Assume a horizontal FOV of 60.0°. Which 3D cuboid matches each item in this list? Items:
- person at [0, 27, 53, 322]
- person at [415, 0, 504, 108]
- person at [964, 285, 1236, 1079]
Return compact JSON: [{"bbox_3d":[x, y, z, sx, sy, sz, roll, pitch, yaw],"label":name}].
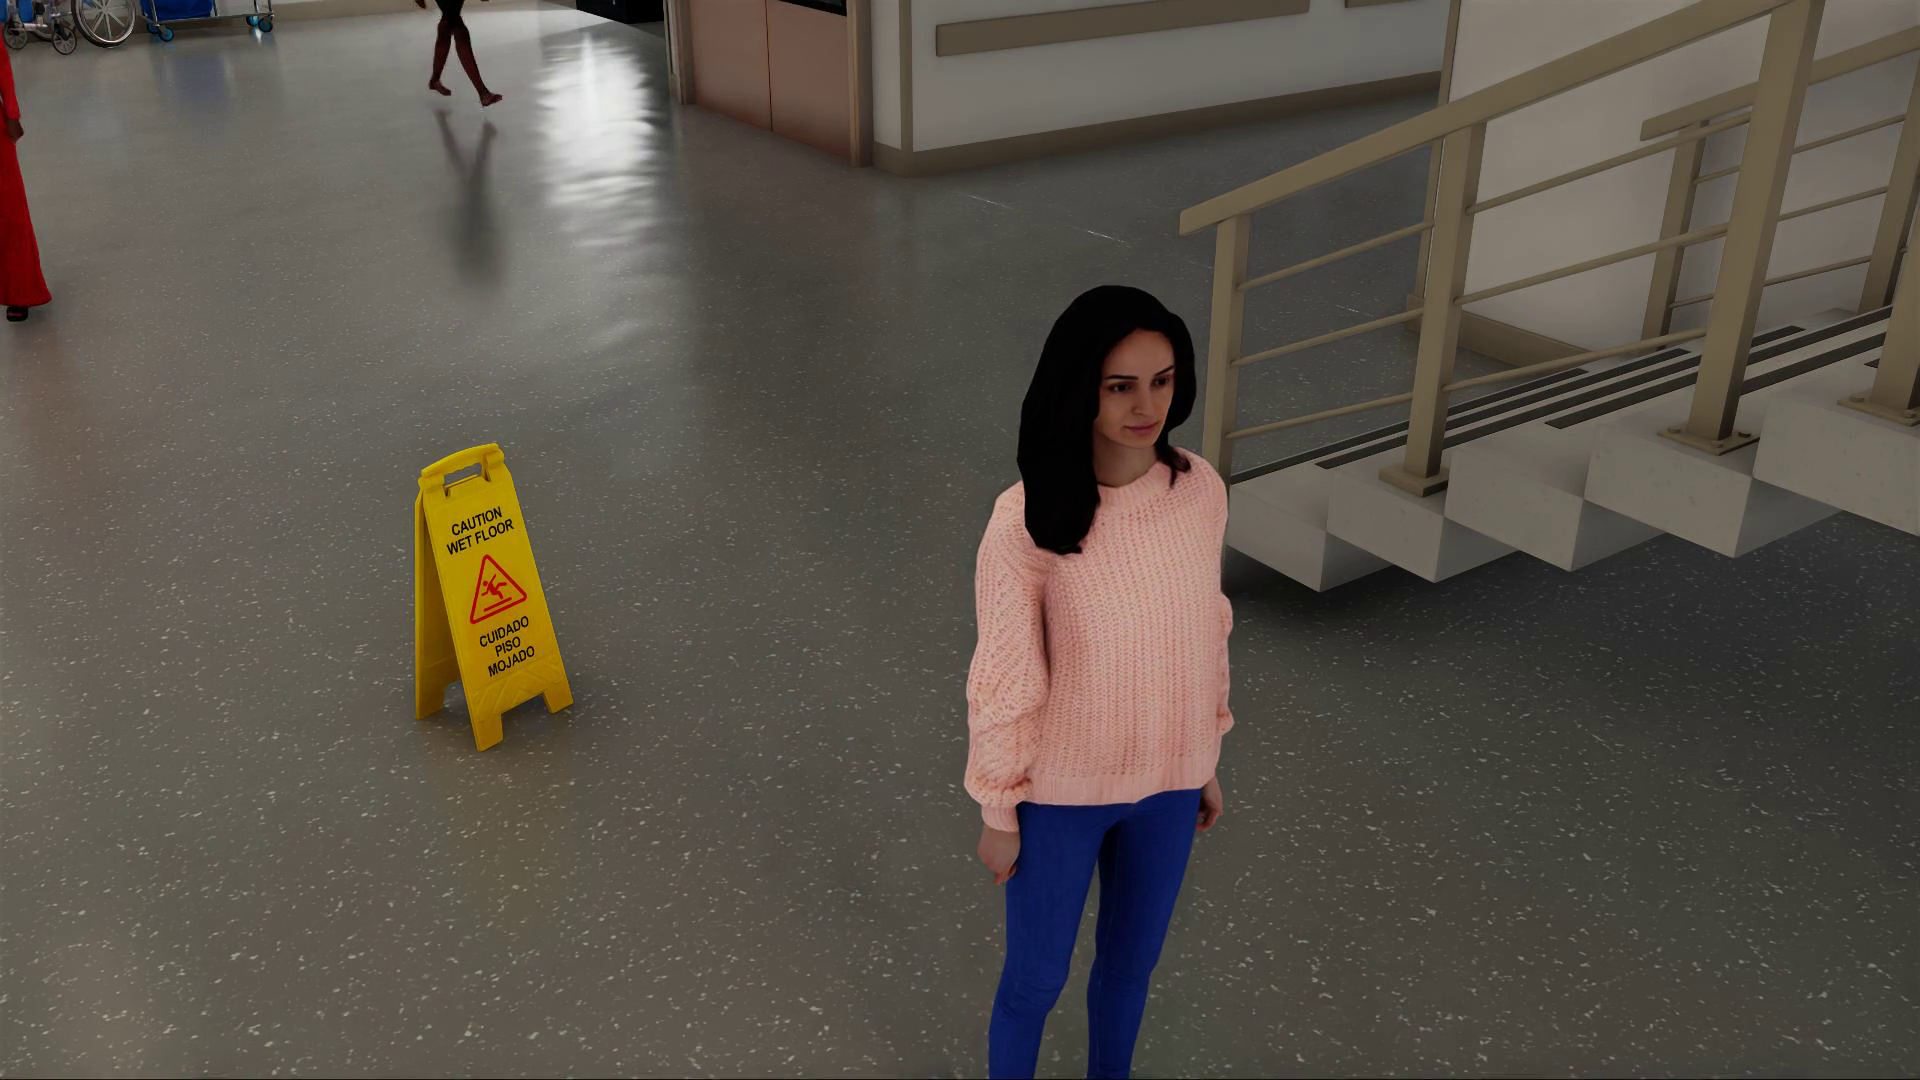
[{"bbox_3d":[-4.484,-1.891,7.563,0.773,1.772,0.869,-5,26,-11],"label":"person"},{"bbox_3d":[-3.739,-3.982,12.019,1.257,1.666,0.787,23,34,39],"label":"person"},{"bbox_3d":[0.229,0.417,2.780,0.685,1.768,0.598,-12,28,-23],"label":"person"}]
